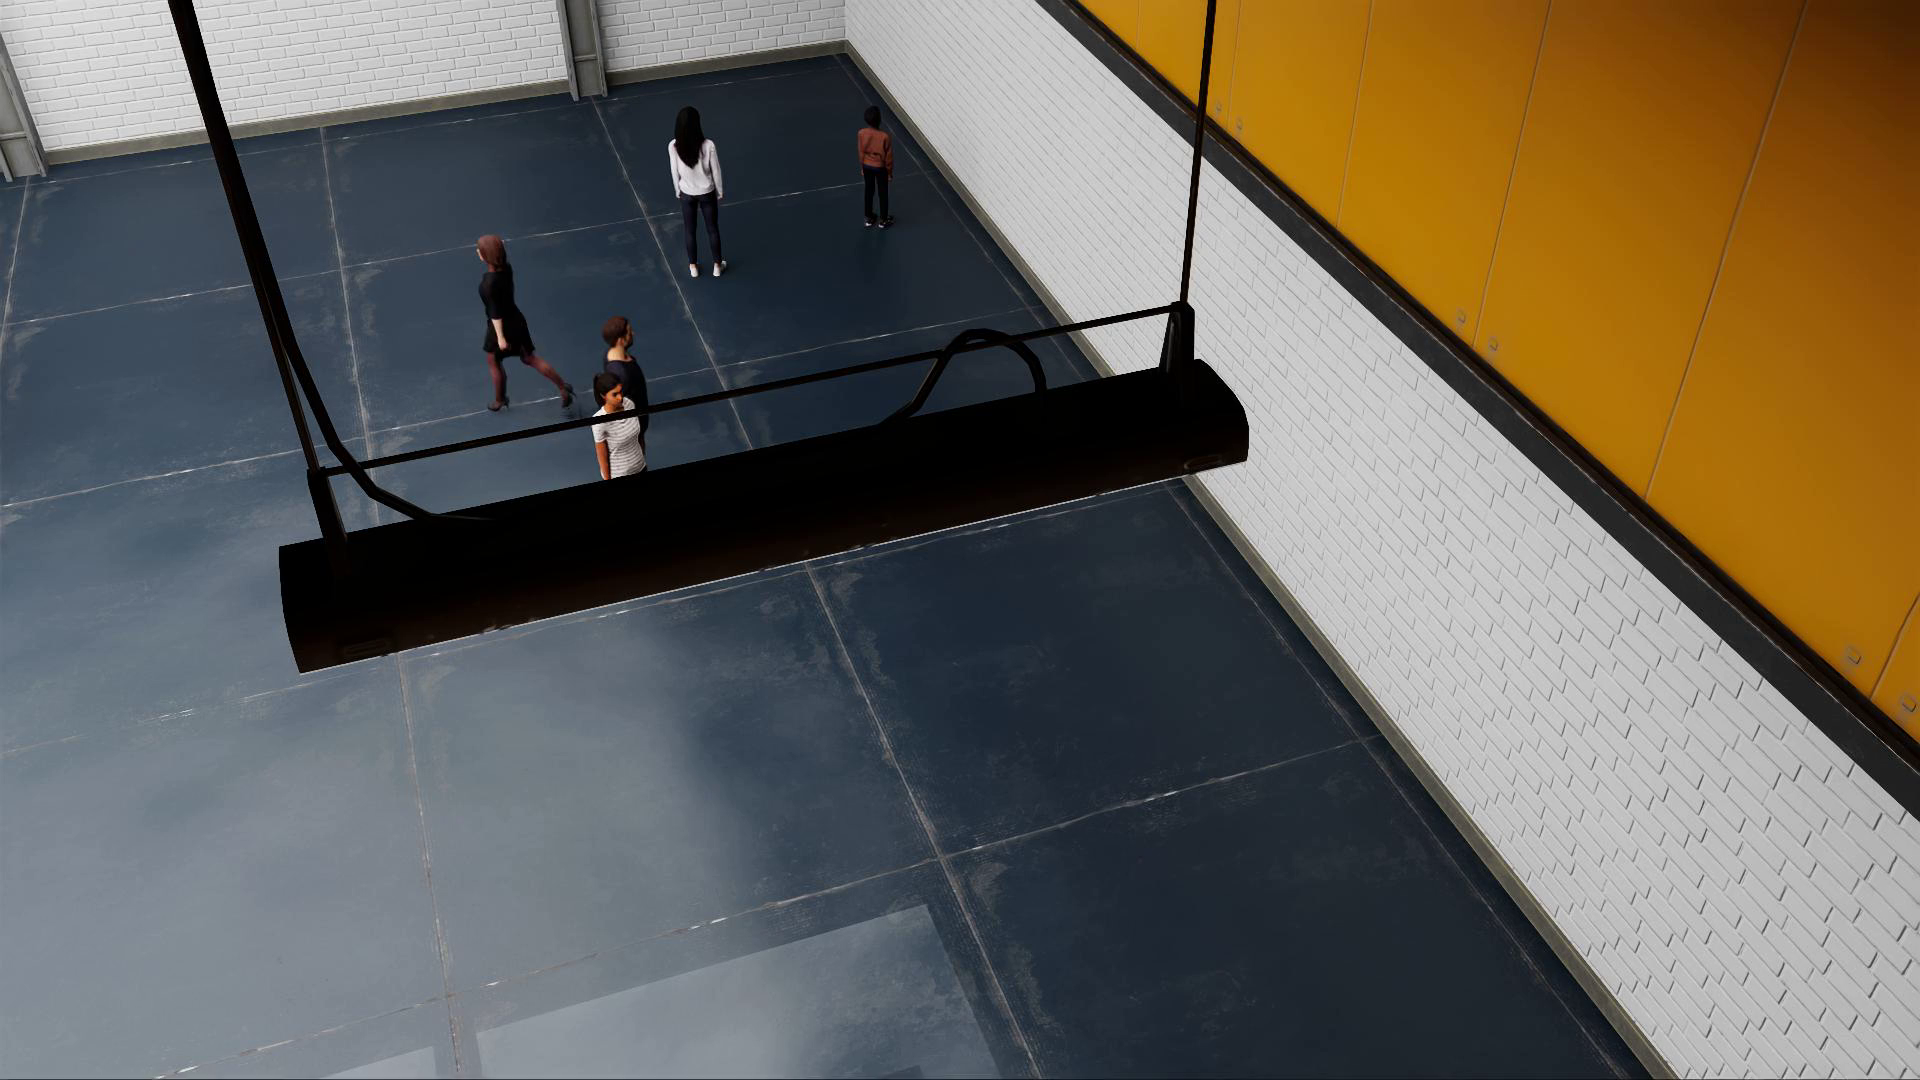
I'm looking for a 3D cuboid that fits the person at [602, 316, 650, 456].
[{"bbox_3d":[-2.489,-0.838,12.423,0.548,1.848,0.634,-13,40,-16],"label":"person"}]

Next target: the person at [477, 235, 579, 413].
[{"bbox_3d":[-3.634,-1.726,13.675,1.130,1.675,0.933,7,39,8],"label":"person"}]

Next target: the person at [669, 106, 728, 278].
[{"bbox_3d":[-2.459,-3.258,15.572,0.612,1.701,0.747,0,39,0],"label":"person"}]

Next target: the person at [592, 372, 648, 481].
[{"bbox_3d":[-2.472,-0.523,12.191,0.720,1.646,0.641,21,43,25],"label":"person"}]

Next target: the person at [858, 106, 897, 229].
[{"bbox_3d":[-0.839,-3.706,16.491,0.577,1.254,0.644,14,41,17],"label":"person"}]
